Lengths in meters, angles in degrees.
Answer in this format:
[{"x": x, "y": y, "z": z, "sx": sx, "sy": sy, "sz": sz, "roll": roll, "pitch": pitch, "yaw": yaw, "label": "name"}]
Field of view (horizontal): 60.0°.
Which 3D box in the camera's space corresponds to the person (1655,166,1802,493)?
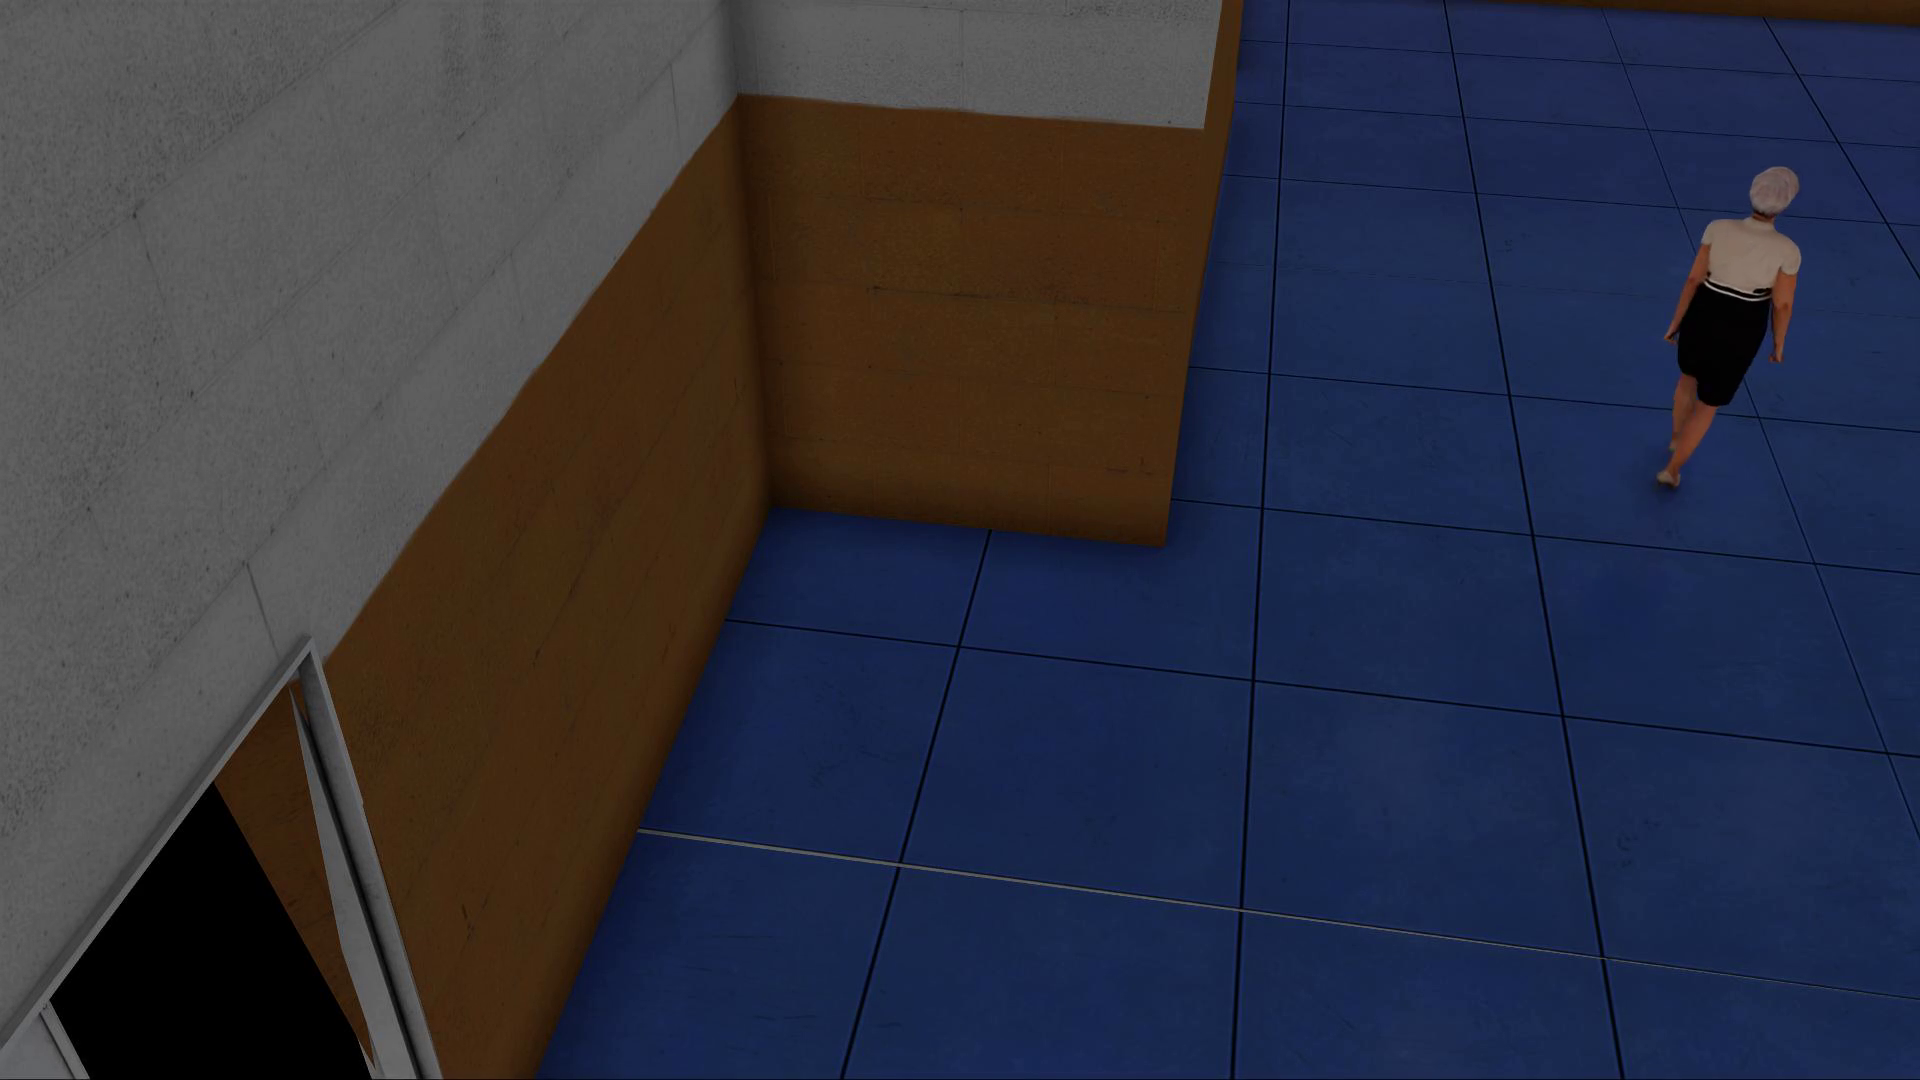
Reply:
[{"x": 3.652, "y": -0.951, "z": 8.071, "sx": 0.861, "sy": 1.737, "sz": 0.918, "roll": 29, "pitch": 45, "yaw": 33, "label": "person"}]
